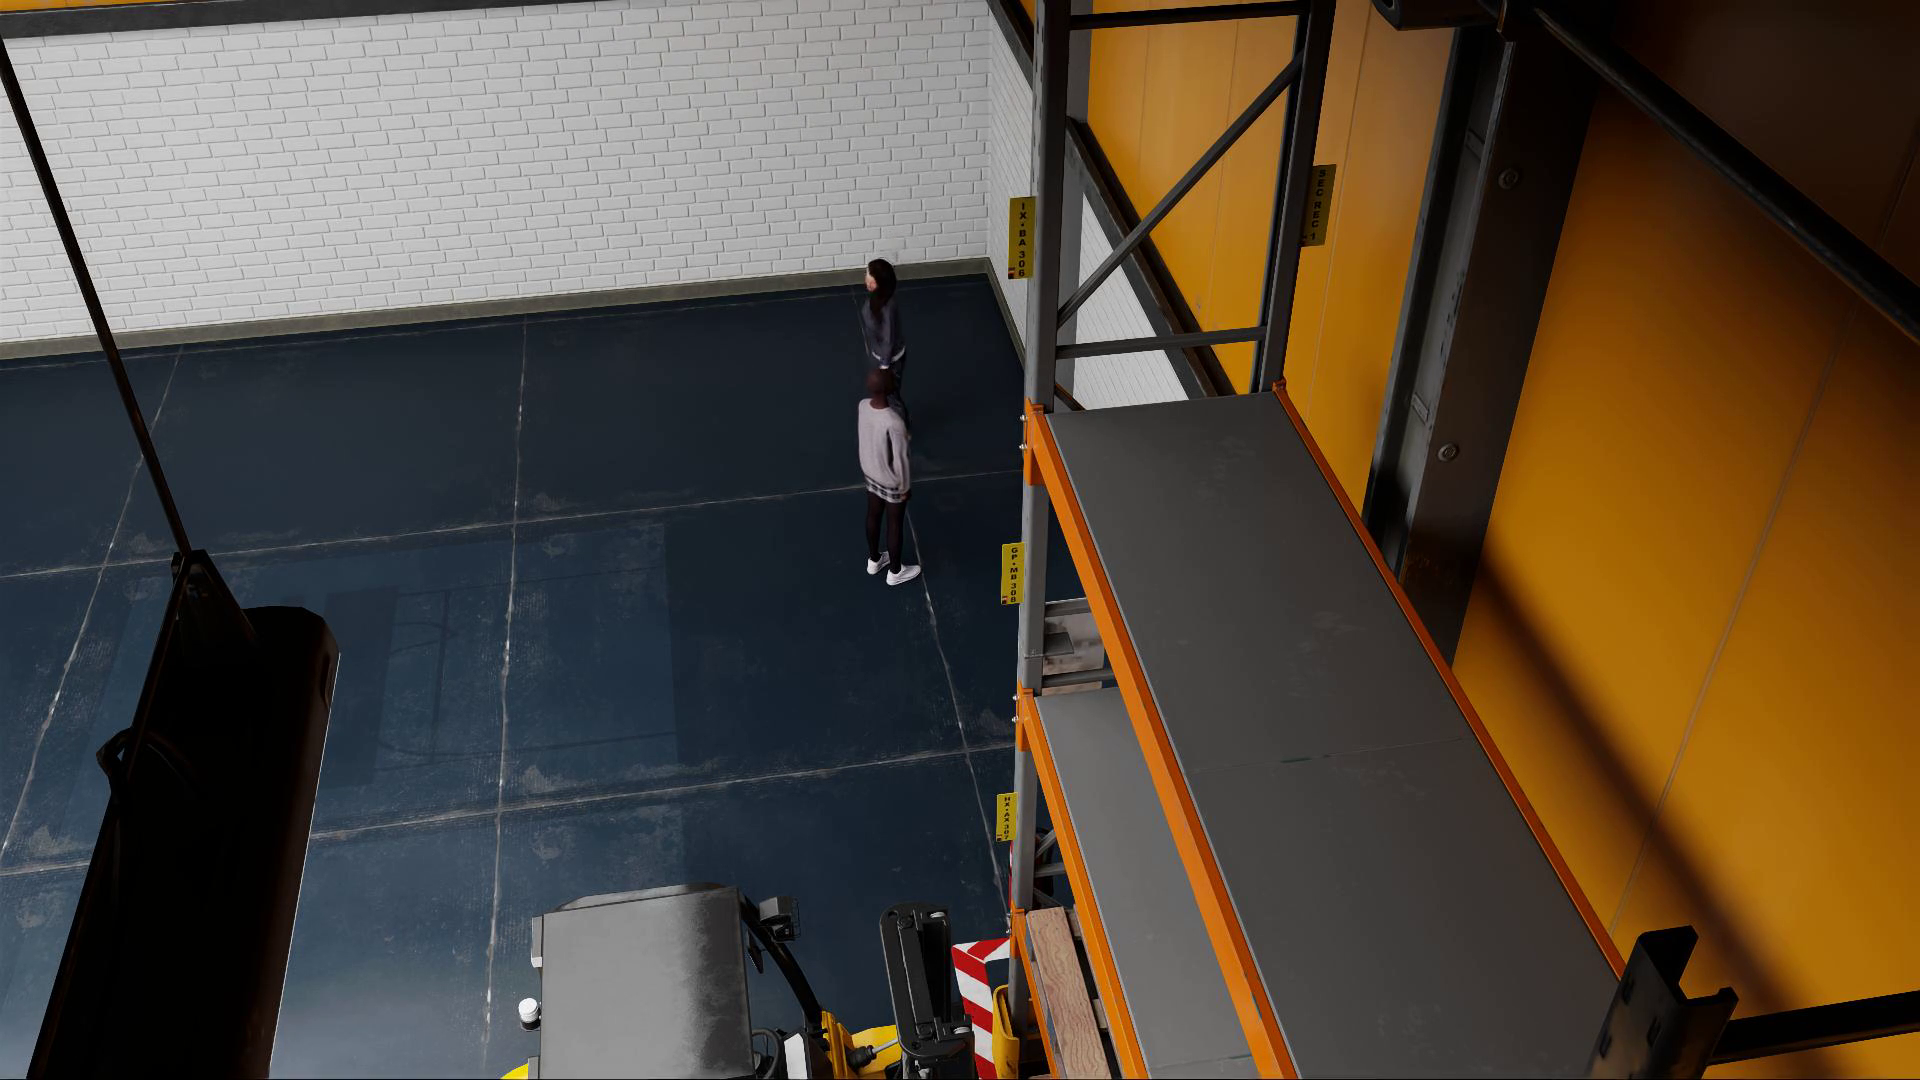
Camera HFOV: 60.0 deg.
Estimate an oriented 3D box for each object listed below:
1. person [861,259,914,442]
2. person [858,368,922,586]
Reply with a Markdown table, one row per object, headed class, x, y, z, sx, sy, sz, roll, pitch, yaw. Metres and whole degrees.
| class | x | y | z | sx | sy | sz | roll | pitch | yaw |
| --- | --- | --- | --- | --- | --- | --- | --- | --- | --- |
| person | -0.530 | -1.486 | 13.118 | 0.771 | 1.725 | 0.614 | -6 | 39 | -7 |
| person | -0.545 | -0.458 | 11.793 | 0.757 | 1.771 | 0.655 | -31 | 48 | -33 |
